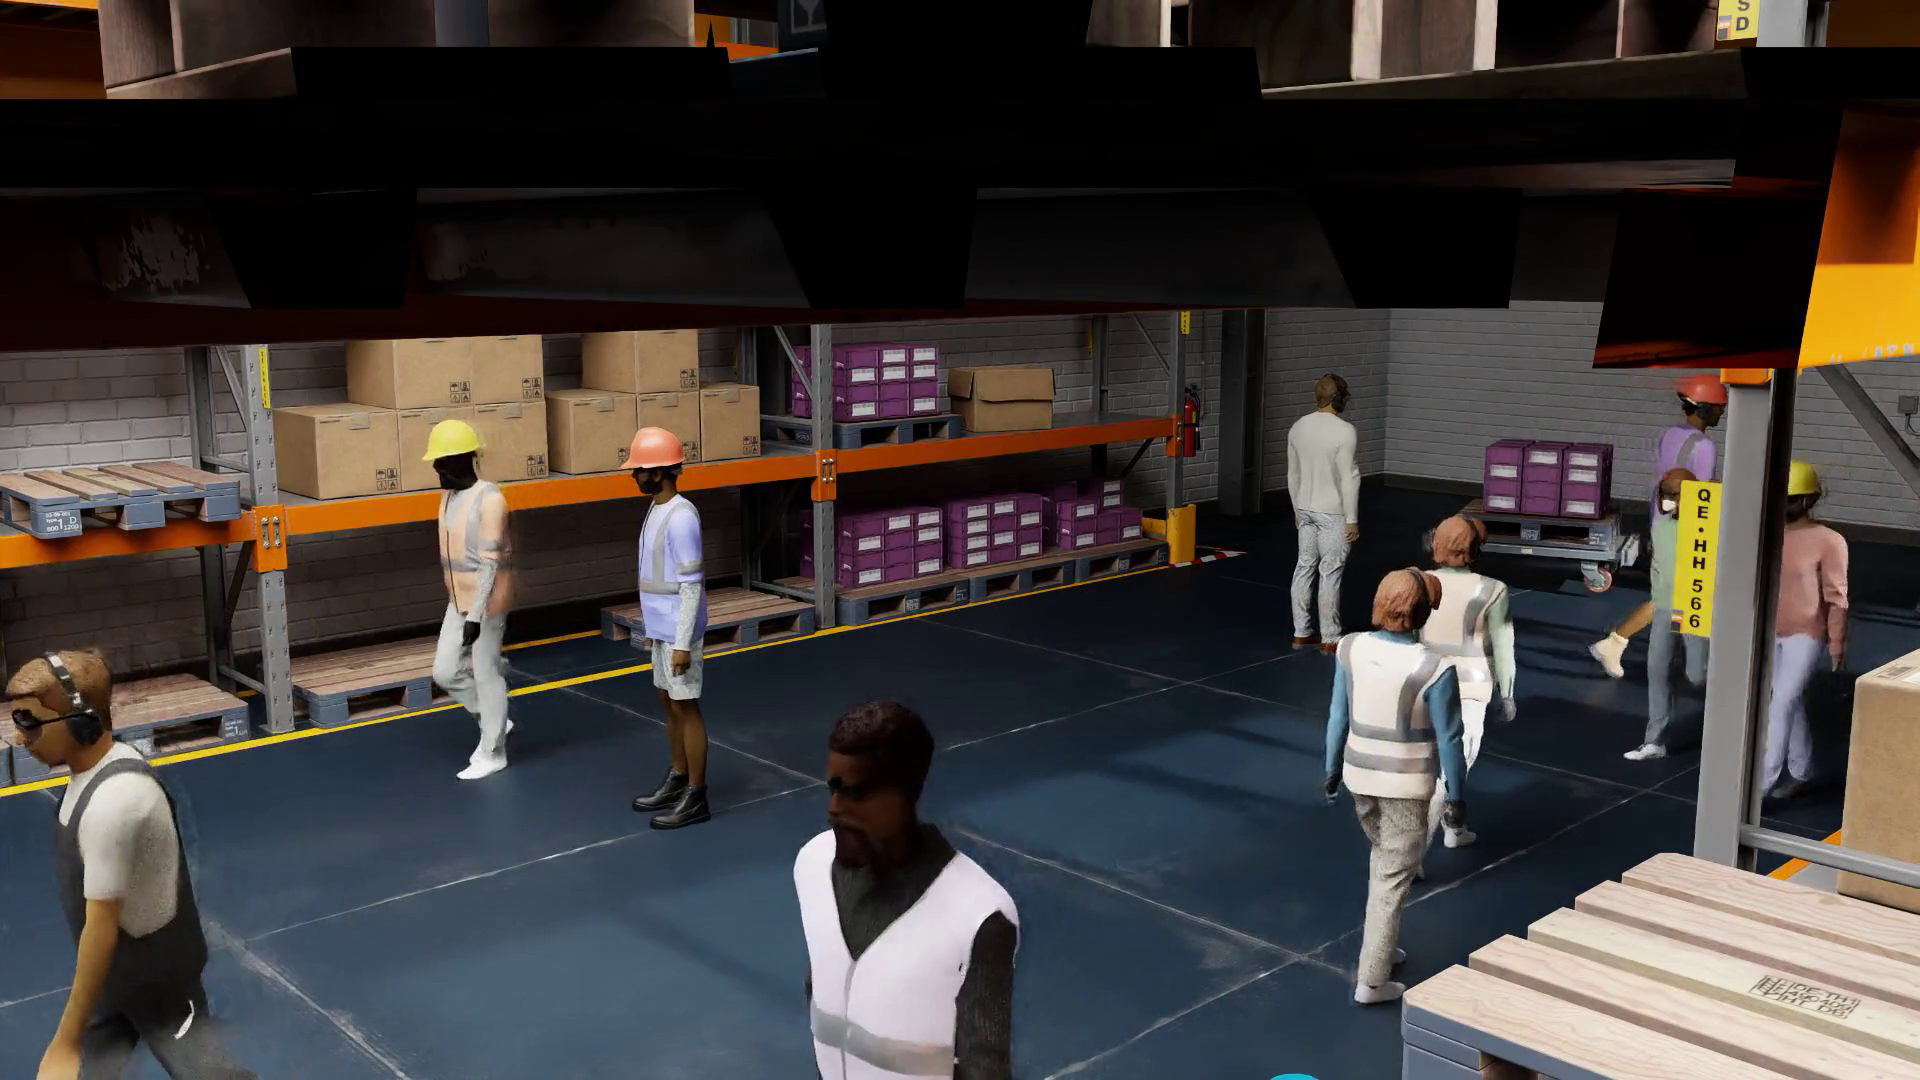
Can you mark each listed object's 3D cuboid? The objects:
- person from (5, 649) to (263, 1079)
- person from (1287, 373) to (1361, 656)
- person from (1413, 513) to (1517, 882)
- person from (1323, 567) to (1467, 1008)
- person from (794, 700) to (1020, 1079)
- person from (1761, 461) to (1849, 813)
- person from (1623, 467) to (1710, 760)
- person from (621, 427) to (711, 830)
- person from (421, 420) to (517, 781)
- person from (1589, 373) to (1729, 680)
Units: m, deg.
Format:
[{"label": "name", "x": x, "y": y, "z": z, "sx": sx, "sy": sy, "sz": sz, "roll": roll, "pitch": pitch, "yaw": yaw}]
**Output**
[{"label": "person", "x": -2.093, "y": 1.138, "z": 4.270, "sx": 1.006, "sy": 1.790, "sz": 0.534, "roll": -7, "pitch": 12, "yaw": -37}, {"label": "person", "x": 2.512, "y": -0.175, "z": 11.460, "sx": 0.372, "sy": 1.941, "sz": 0.627, "roll": -6, "pitch": 11, "yaw": -30}, {"label": "person", "x": 2.156, "y": 0.689, "z": 7.400, "sx": 0.819, "sy": 1.604, "sz": 0.520, "roll": -9, "pitch": 13, "yaw": -42}, {"label": "person", "x": 1.648, "y": 0.894, "z": 6.139, "sx": 0.605, "sy": 1.614, "sz": 0.539, "roll": -8, "pitch": 12, "yaw": -38}, {"label": "person", "x": -0.144, "y": 1.239, "z": 3.400, "sx": 0.609, "sy": 1.863, "sz": 0.993, "roll": 8, "pitch": 13, "yaw": 40}, {"label": "person", "x": 4.013, "y": 0.481, "z": 8.208, "sx": 0.823, "sy": 1.728, "sz": 0.542, "roll": -4, "pitch": 11, "yaw": -24}, {"label": "person", "x": 3.999, "y": 0.403, "z": 9.045, "sx": 0.690, "sy": 1.609, "sz": 0.540, "roll": -4, "pitch": 10, "yaw": -21}, {"label": "person", "x": -1.403, "y": 0.421, "z": 7.985, "sx": 0.375, "sy": 1.934, "sz": 0.547, "roll": -4, "pitch": 11, "yaw": -23}, {"label": "person", "x": -2.546, "y": 0.322, "z": 8.663, "sx": 0.582, "sy": 1.904, "sz": 0.426, "roll": 9, "pitch": 13, "yaw": 41}, {"label": "person", "x": 4.537, "y": -0.063, "z": 10.631, "sx": 0.930, "sy": 2.013, "sz": 0.616, "roll": 0, "pitch": 10, "yaw": 2}]
